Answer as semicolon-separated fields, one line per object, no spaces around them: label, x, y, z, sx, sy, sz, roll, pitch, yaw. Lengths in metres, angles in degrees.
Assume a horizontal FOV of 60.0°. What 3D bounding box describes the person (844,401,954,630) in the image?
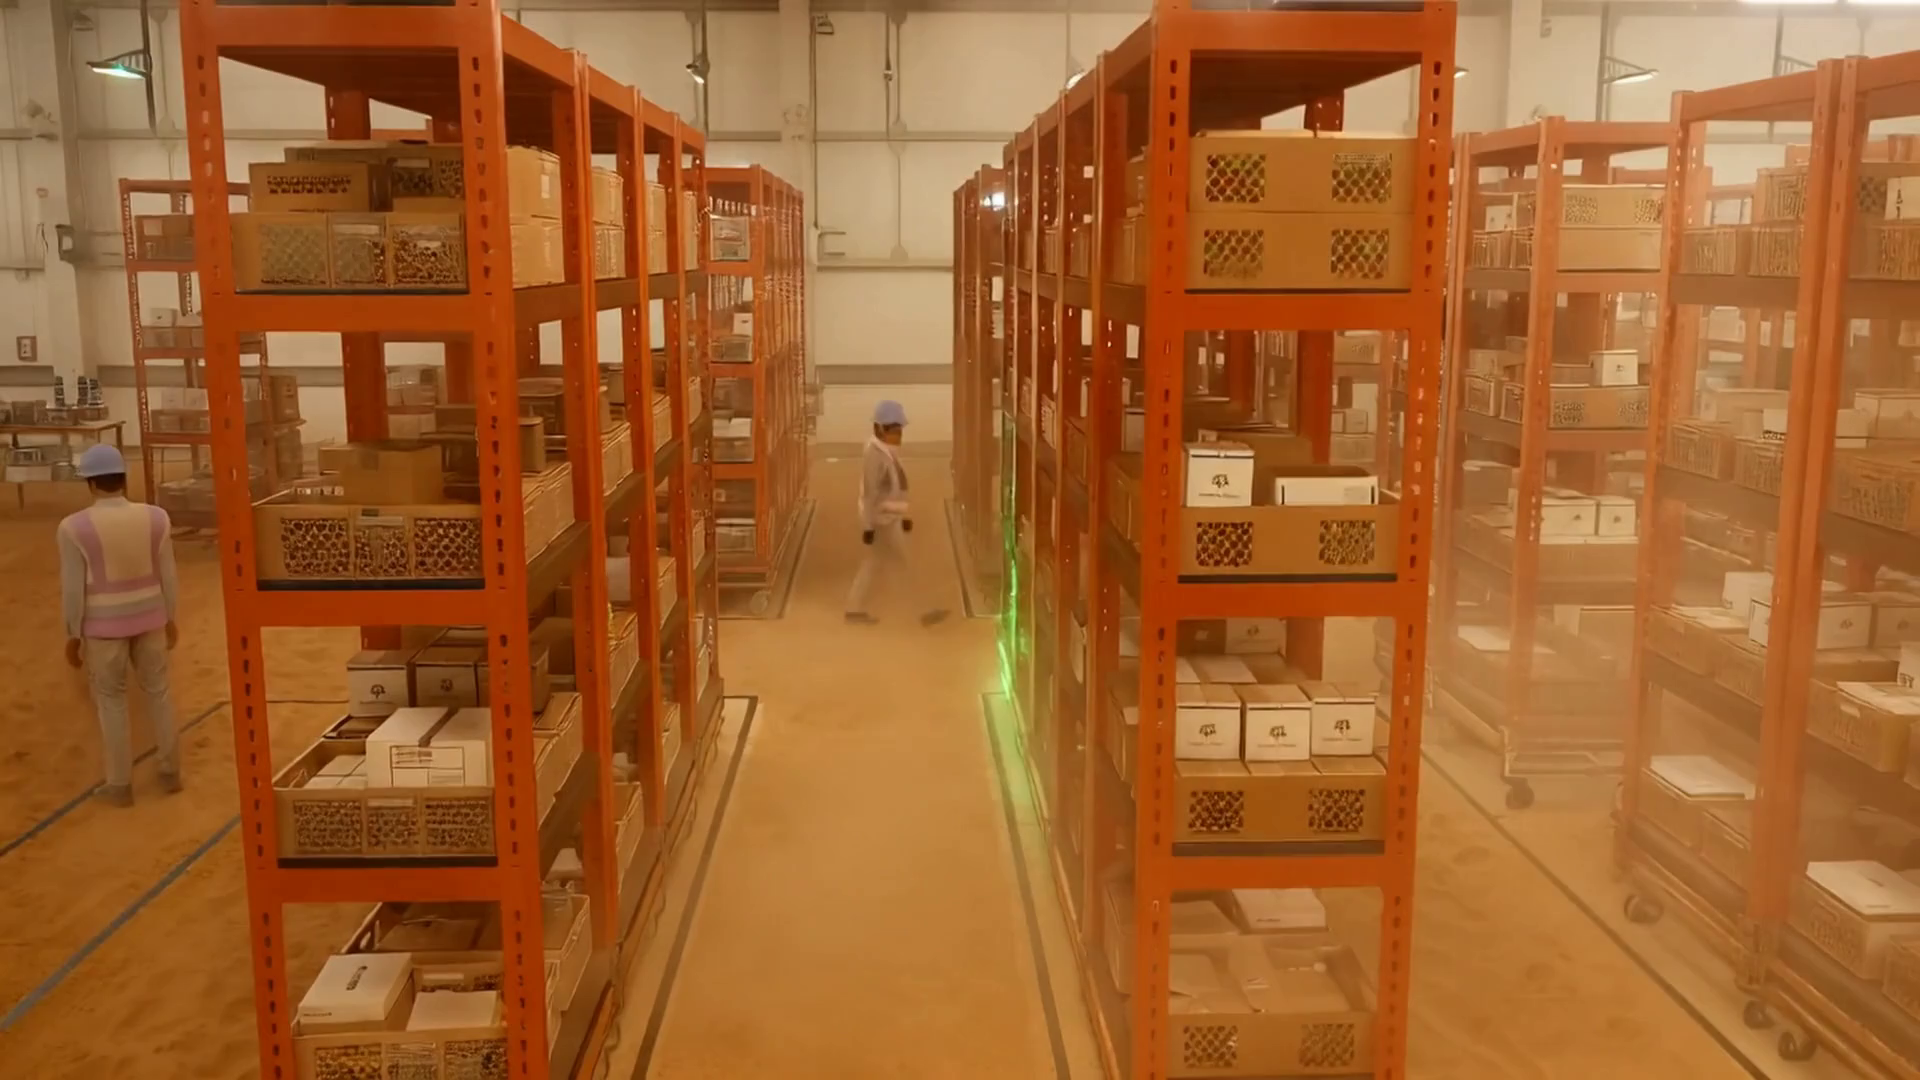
person;-0.505;-0.186;12.945;0.916;1.780;0.609;1;10;6

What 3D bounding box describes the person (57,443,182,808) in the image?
person;-4.487;0.449;8.895;0.408;1.942;0.615;7;12;36
